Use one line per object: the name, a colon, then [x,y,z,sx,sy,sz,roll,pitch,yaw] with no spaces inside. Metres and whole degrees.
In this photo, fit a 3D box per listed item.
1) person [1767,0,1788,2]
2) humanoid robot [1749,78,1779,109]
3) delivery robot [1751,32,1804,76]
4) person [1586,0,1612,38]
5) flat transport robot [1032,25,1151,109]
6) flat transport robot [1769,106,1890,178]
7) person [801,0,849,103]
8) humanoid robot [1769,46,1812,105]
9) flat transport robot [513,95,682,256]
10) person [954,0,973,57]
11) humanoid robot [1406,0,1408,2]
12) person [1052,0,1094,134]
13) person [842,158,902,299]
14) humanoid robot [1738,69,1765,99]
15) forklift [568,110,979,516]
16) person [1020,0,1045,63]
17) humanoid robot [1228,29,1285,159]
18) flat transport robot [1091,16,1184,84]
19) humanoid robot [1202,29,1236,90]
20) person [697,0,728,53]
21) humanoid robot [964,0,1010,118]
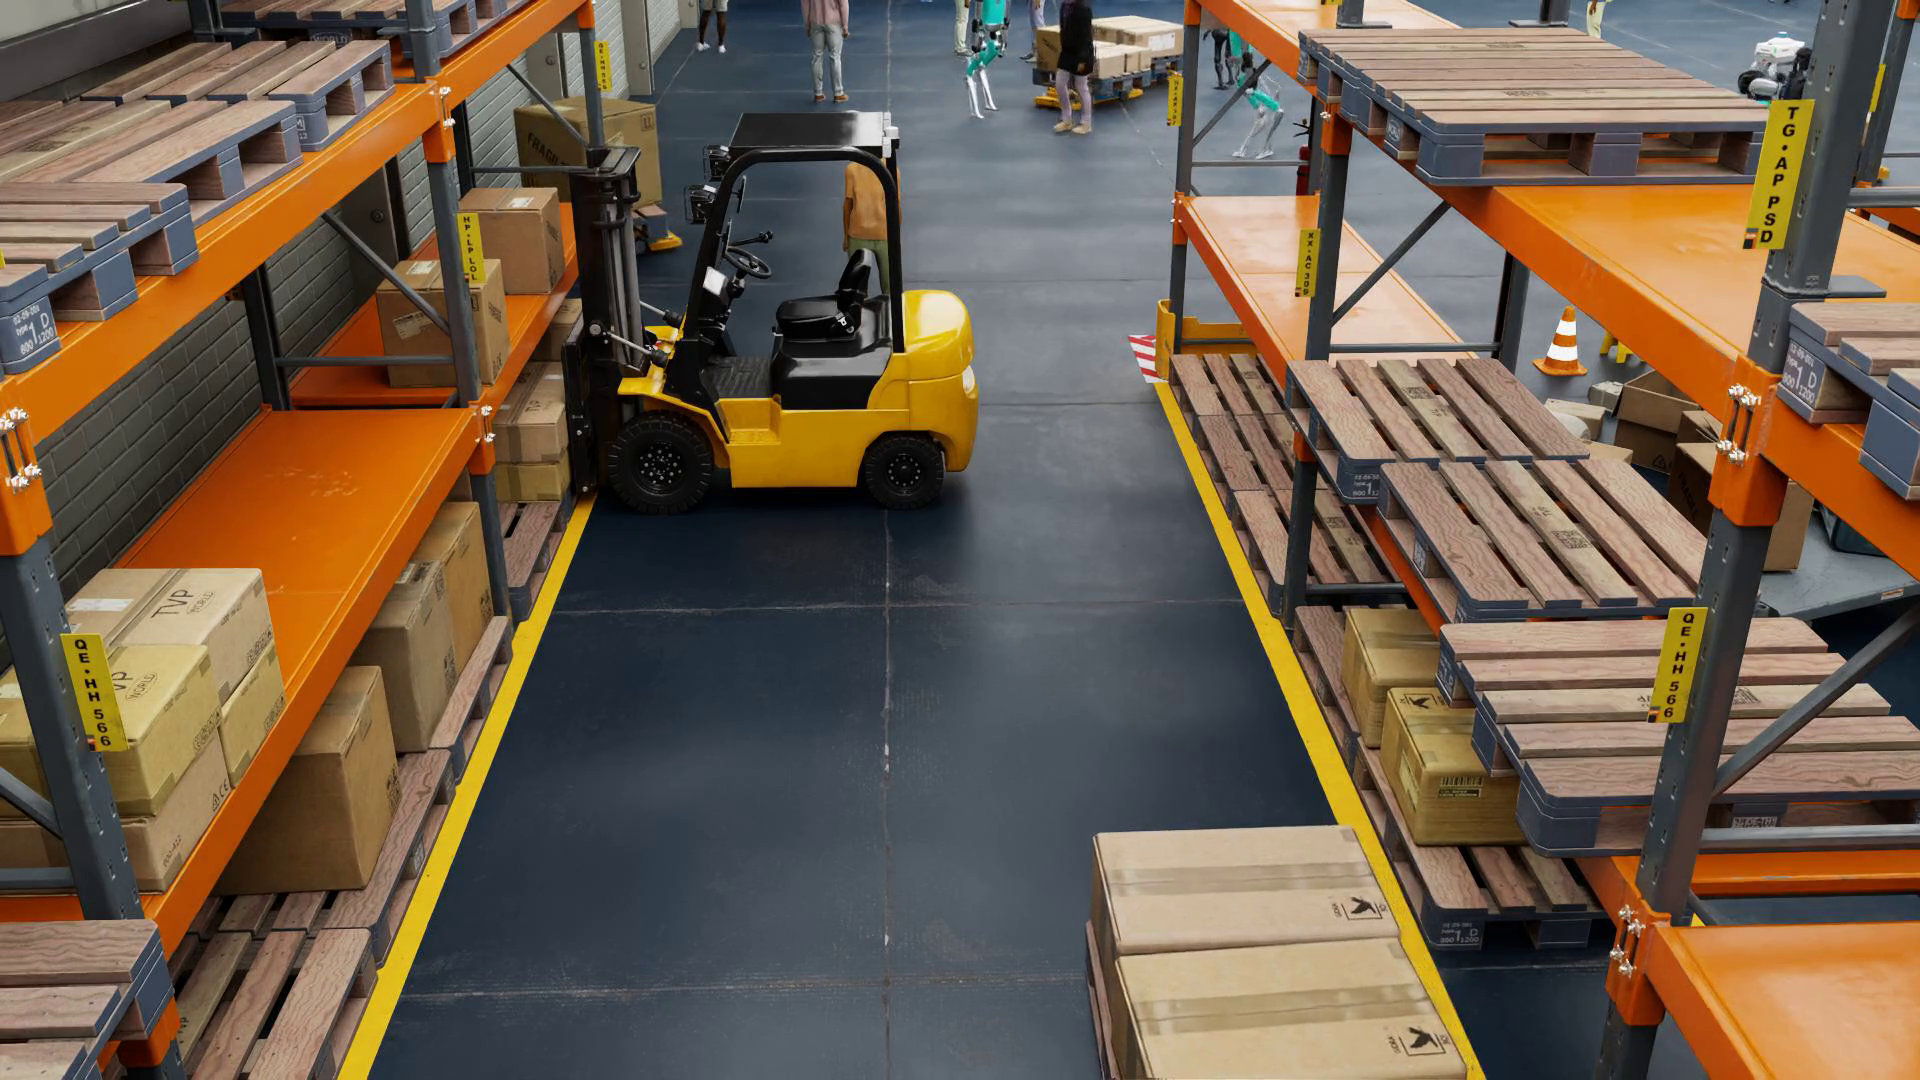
person: [14.918,-10.536,29.912,0.529,1.720,0.612,9,27,18]
humanoid robot: [6.790,-2.882,13.739,0.946,1.772,0.554,11,28,23]
delivery robot: [11.578,-6.882,23.513,0.747,0.570,0.499,-15,29,-29]
person: [8.990,-7.583,23.480,0.401,1.886,0.506,6,26,12]
flat transport robot: [1.680,-5.814,21.616,0.659,0.231,1.431,22,33,39]
flat transport robot: [9.160,-4.081,17.946,1.431,0.231,0.659,3,25,6]
person: [-1.720,-6.598,21.324,0.630,1.940,0.373,6,26,13]
humanoid robot: [7.802,-3.854,15.823,0.400,1.632,0.615,-13,28,-25]
flat transport robot: [-3.313,-2.729,15.083,1.431,0.231,0.659,-12,28,-24]
person: [0.070,-8.095,24.719,0.346,1.743,0.561,-4,26,-9]
humanoid robot: [7.680,-10.013,28.842,0.599,1.657,0.315,10,27,20]
person: [1.367,-5.659,19.466,0.592,1.821,0.555,-20,32,-36]
person: [-0.652,-2.231,12.331,0.449,1.719,0.334,3,25,7]
humanoid robot: [6.924,-3.295,14.645,0.601,1.642,0.418,-21,32,-37]
forklift: [-1.043,-1.379,9.976,2.313,2.155,1.214,-1,25,-2]
person: [1.118,-7.907,24.205,0.390,1.842,0.565,-5,26,-10]
humanoid robot: [3.316,-5.090,18.372,0.818,1.766,0.534,-3,25,-5]
flat transport robot: [2.334,-6.391,22.838,1.431,0.231,0.659,-16,30,-30]
humanoid robot: [3.536,-6.876,22.214,0.598,1.656,0.319,-13,28,-26]
person: [-3.694,-8.303,25.012,0.613,1.882,0.469,5,26,11]
humanoid robot: [0.264,-6.145,20.565,0.537,1.777,0.694,-17,30,-32]
